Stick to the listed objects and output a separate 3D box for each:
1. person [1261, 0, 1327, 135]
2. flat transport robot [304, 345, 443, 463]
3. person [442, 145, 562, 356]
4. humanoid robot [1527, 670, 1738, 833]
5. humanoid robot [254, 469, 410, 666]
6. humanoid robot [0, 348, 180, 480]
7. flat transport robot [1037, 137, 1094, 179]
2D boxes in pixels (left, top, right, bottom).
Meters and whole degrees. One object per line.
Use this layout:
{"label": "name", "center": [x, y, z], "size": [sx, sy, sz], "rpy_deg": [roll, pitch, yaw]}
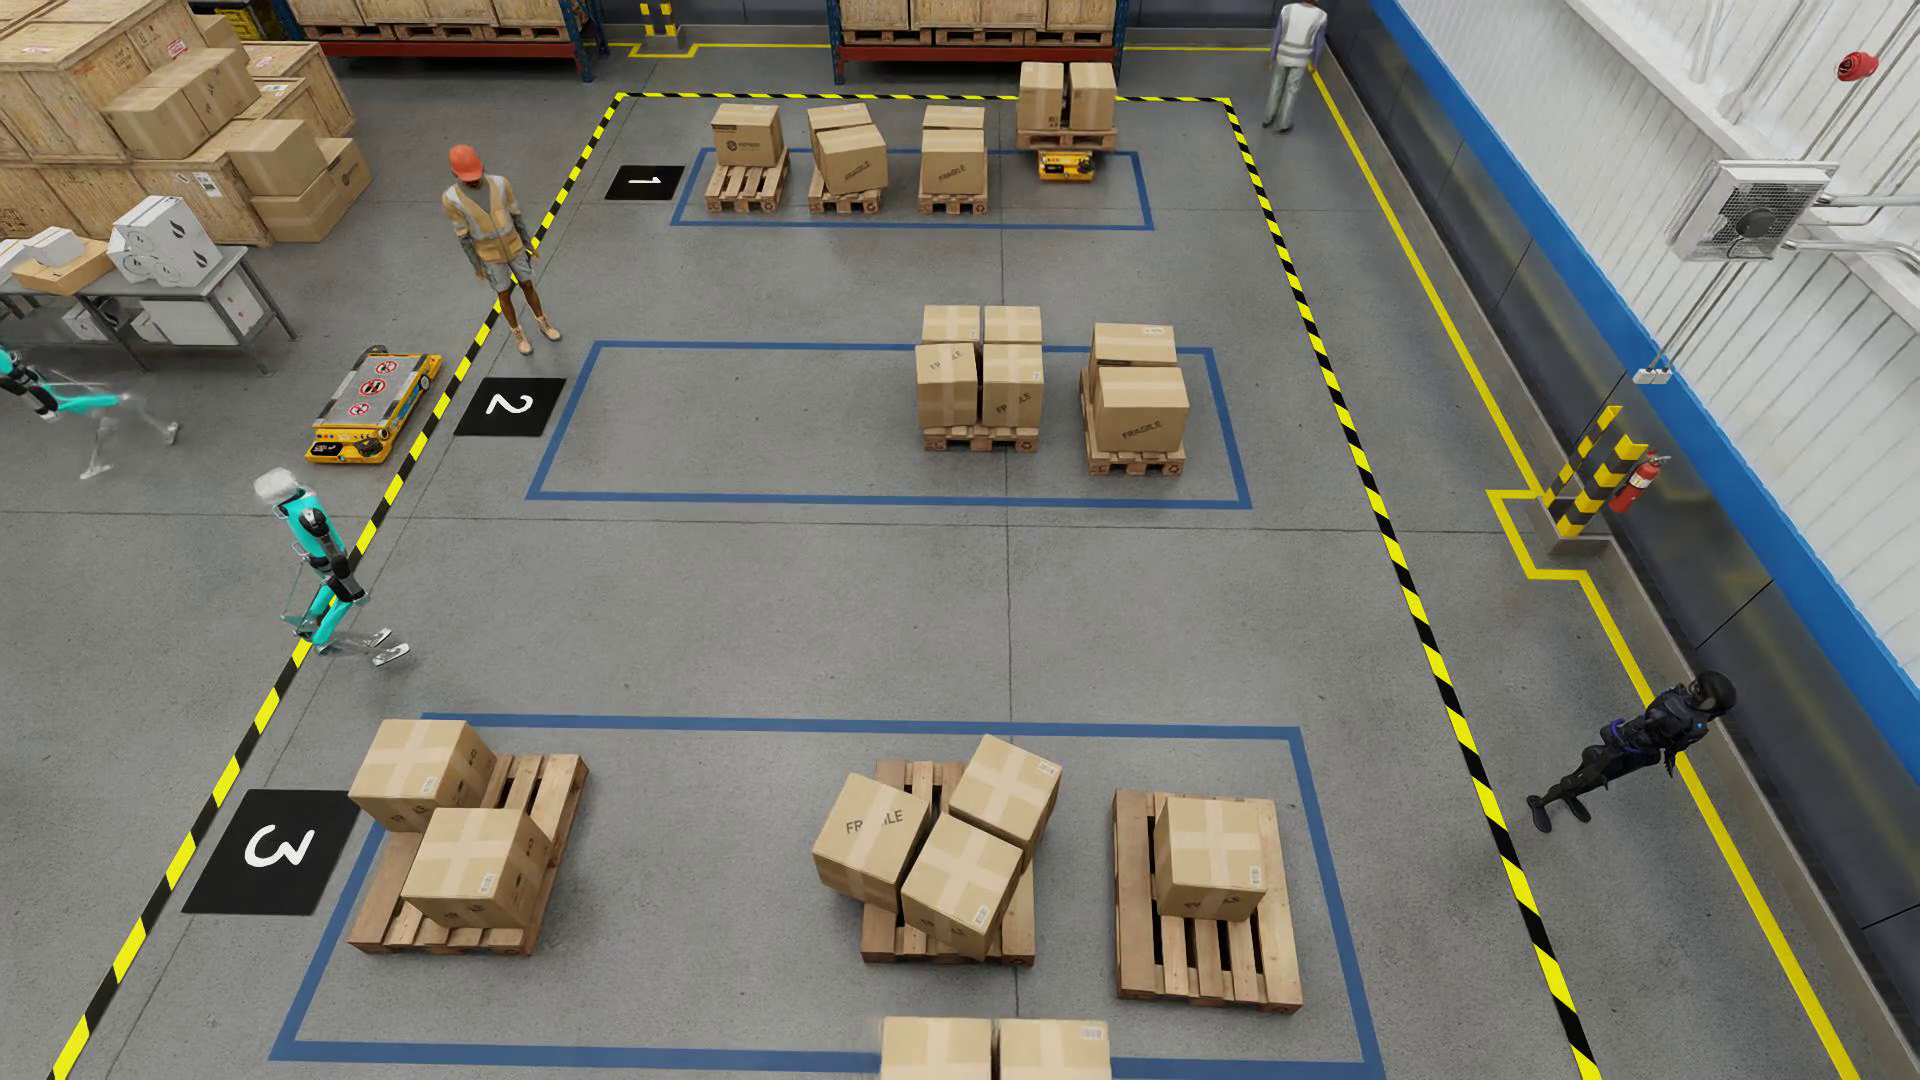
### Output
{"label": "person", "center": [4.176, -6.031, 11.446], "size": [0.599, 1.829, 0.404], "rpy_deg": [25, 54, 20]}
{"label": "flat transport robot", "center": [-5.383, -1.269, 8.441], "size": [0.659, 0.231, 1.431], "rpy_deg": [1, 50, 1]}
{"label": "person", "center": [-4.220, -2.654, 8.458], "size": [0.604, 2.033, 0.388], "rpy_deg": [-35, 58, -26]}
{"label": "humanoid robot", "center": [3.949, 1.251, 5.376], "size": [0.599, 1.657, 0.315], "rpy_deg": [-8, 50, -7]}
{"label": "humanoid robot", "center": [-4.299, 0.305, 6.062], "size": [0.533, 1.673, 0.735], "rpy_deg": [34, 58, 25]}
{"label": "humanoid robot", "center": [-7.284, -1.331, 7.550], "size": [0.986, 1.766, 0.535], "rpy_deg": [-35, 58, -26]}
{"label": "flat transport robot", "center": [1.307, -5.007, 11.585], "size": [0.652, 0.197, 1.431], "rpy_deg": [1, 50, 1]}
